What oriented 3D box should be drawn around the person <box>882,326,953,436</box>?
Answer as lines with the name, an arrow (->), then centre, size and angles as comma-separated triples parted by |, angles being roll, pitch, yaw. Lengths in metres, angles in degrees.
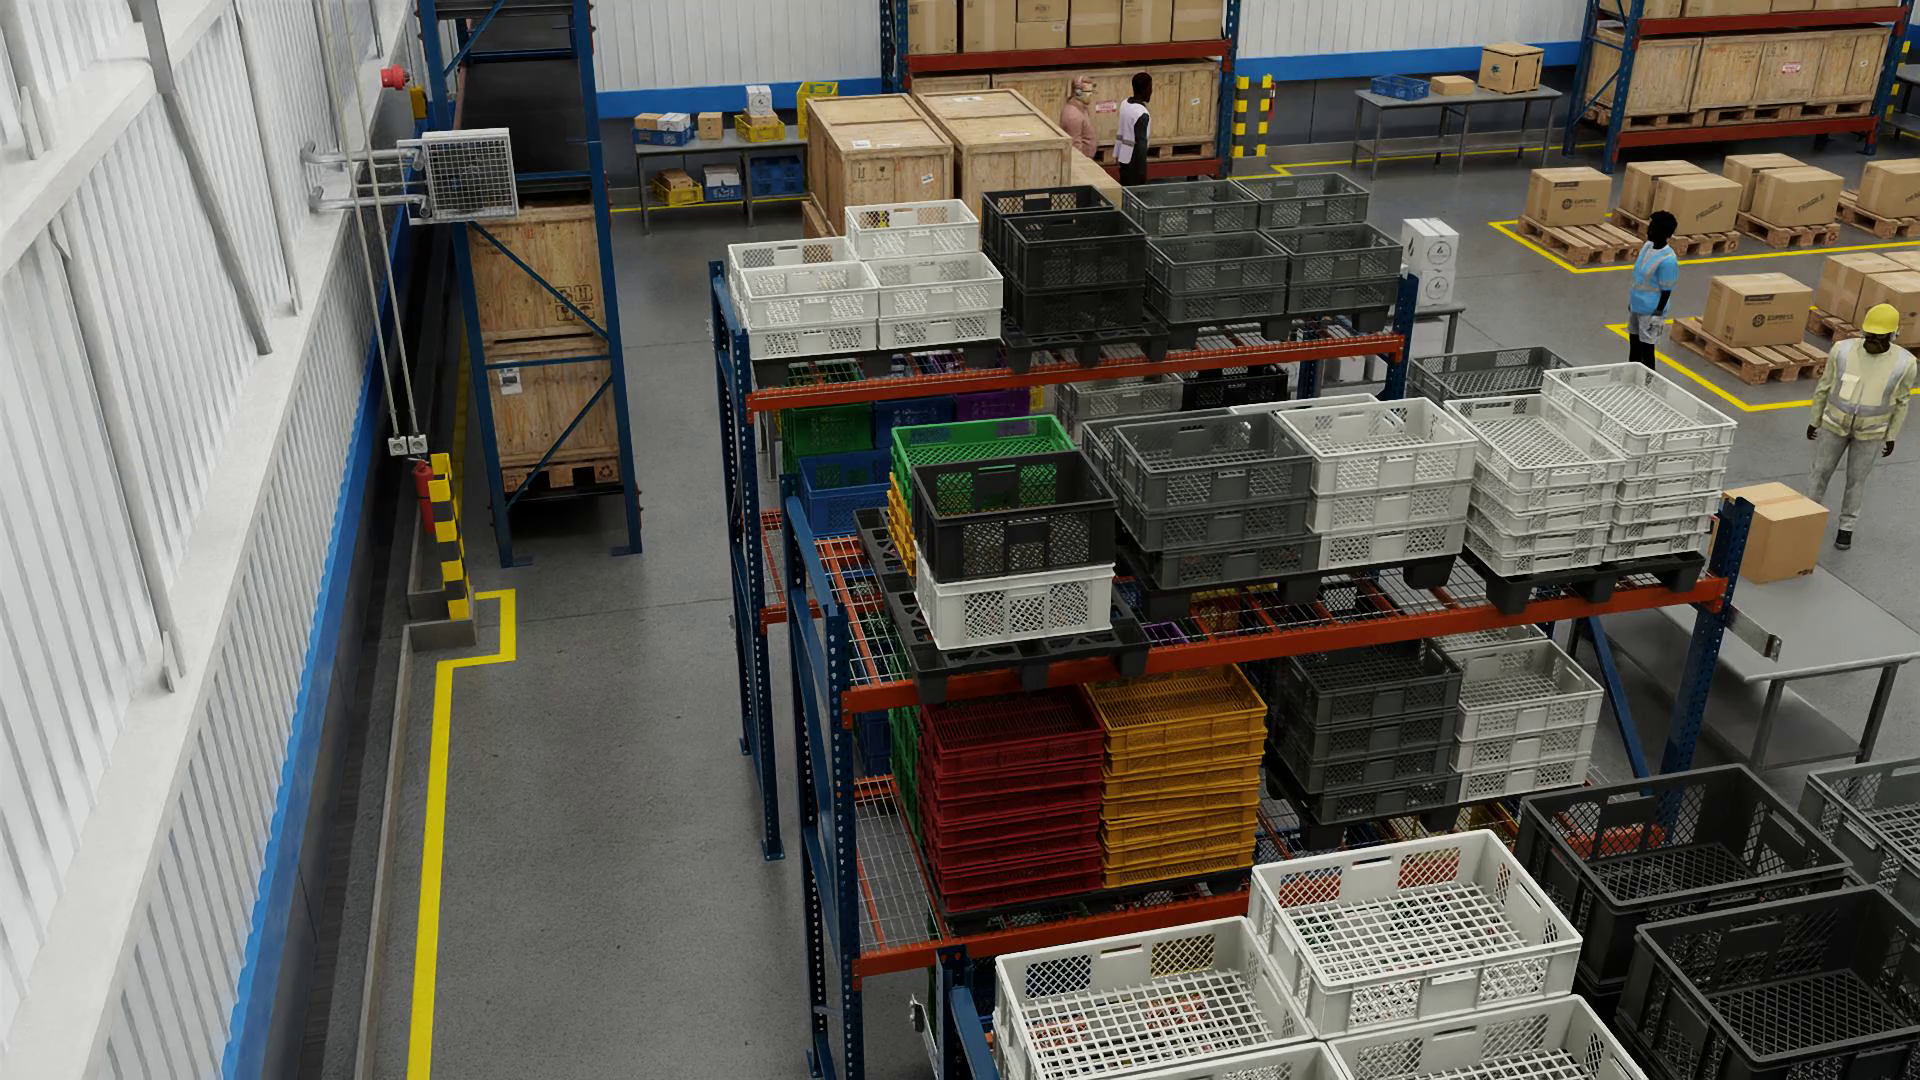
person -> -0.325, -0.936, 12.108 | 0.608, 1.879, 0.574 | -23, 35, -36

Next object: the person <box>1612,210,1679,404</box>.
person -> 5.894, -1.996, 14.284 | 0.315, 1.696, 0.541 | -2, 28, -3

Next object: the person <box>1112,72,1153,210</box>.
person -> 1.870, -4.111, 18.077 | 0.386, 1.912, 0.591 | -8, 29, -14

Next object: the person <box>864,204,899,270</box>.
person -> -0.637, -1.899, 13.920 | 0.309, 1.868, 0.535 | -8, 29, -15

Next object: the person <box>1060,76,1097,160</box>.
person -> 1.271, -4.032, 17.929 | 0.402, 1.904, 0.652 | 0, 28, 0

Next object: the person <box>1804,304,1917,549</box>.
person -> 6.400, -0.820, 11.909 | 0.600, 1.831, 0.404 | 17, 32, 29
